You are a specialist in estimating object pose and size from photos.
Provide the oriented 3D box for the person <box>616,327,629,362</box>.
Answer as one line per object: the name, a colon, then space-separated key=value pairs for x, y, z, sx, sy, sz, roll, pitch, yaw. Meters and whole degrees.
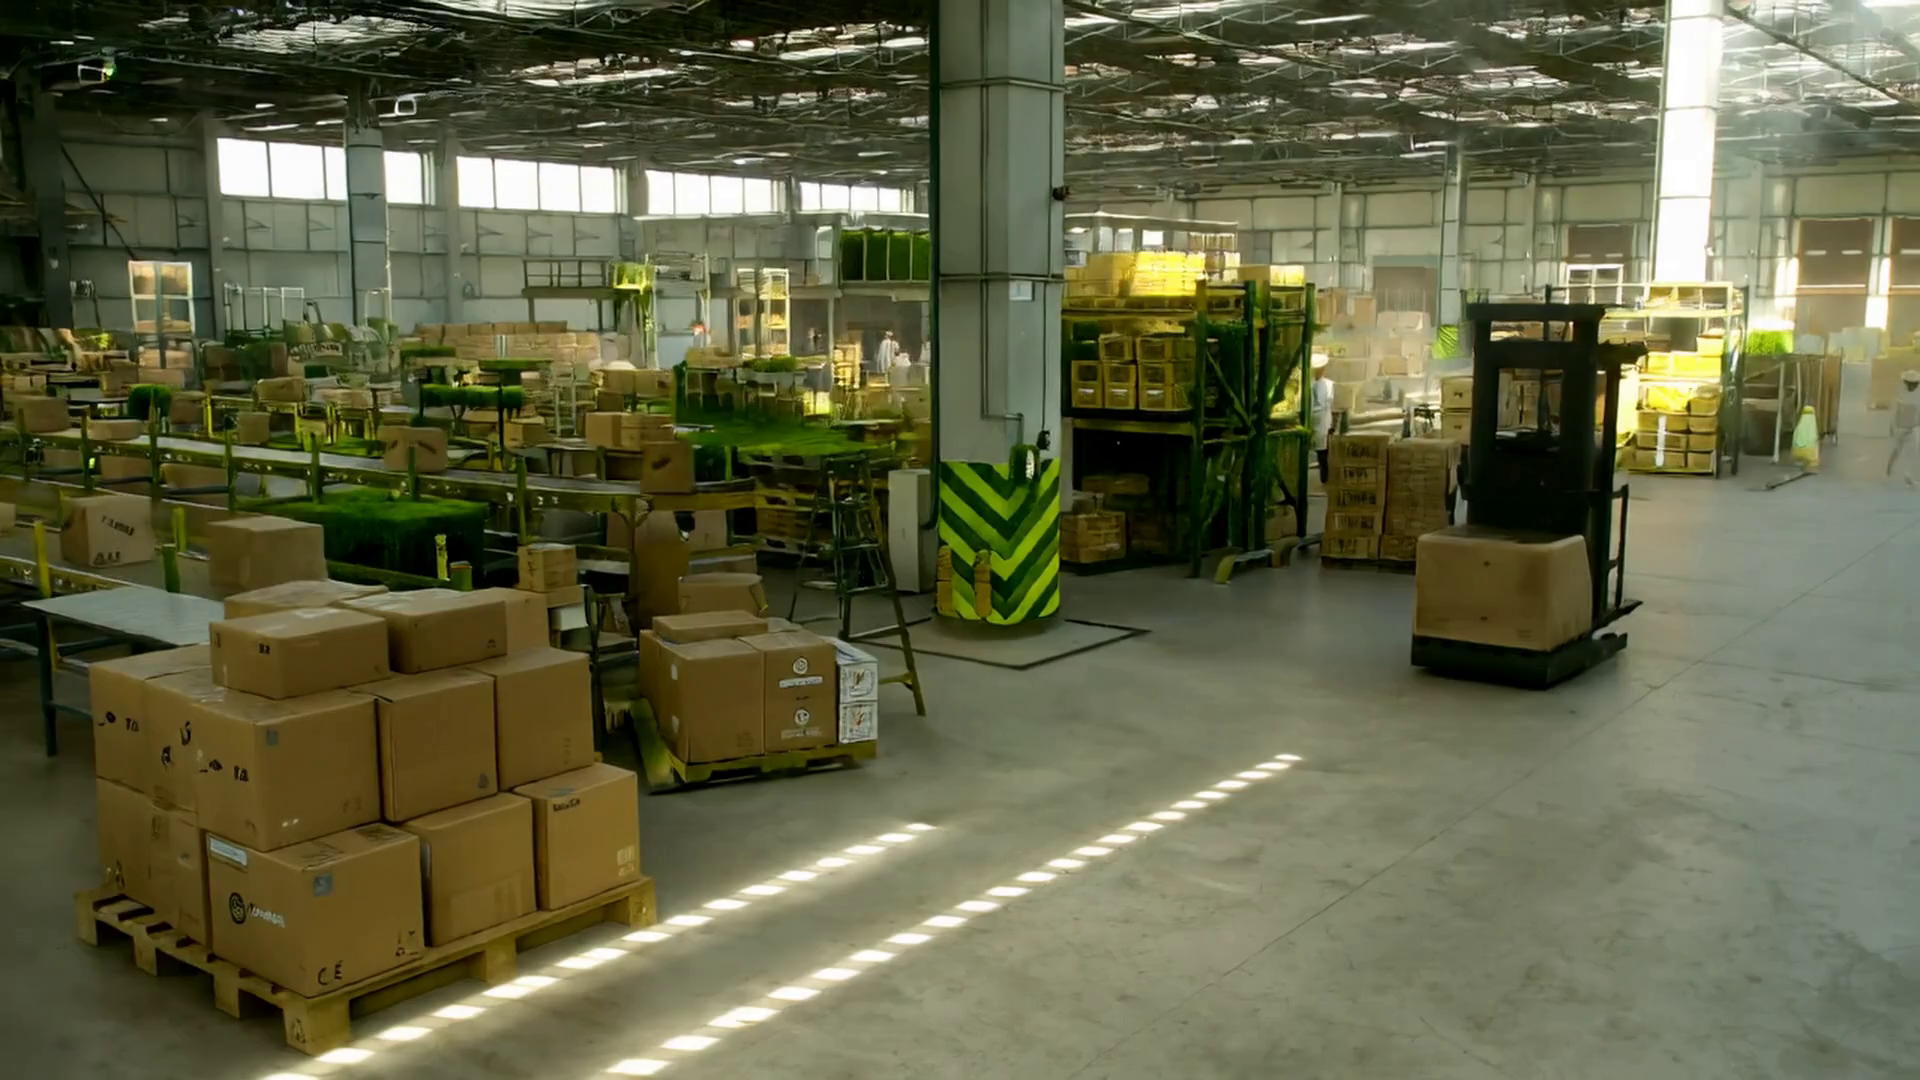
person: x=-11.707 y=-6.511 z=57.671 sx=0.520 sy=1.719 sz=0.441 roll=8 pitch=12 yaw=44

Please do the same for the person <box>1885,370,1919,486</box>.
person: x=14.338 y=-1.713 z=25.218 sx=0.543 sy=1.751 sz=0.530 roll=1 pitch=9 yaw=7

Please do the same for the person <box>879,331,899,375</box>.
person: x=-2.031 y=-5.072 z=47.607 sx=0.590 sy=1.833 sz=0.403 roll=1 pitch=8 yaw=5

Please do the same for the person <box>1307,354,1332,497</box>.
person: x=5.102 y=-1.625 z=23.696 sx=0.392 sy=2.034 sz=0.605 roll=2 pitch=9 yaw=15

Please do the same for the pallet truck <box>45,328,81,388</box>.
pallet truck: x=-23.775 y=-4.544 z=43.495 sx=1.885 sy=1.965 sz=0.823 roll=6 pitch=10 yaw=35

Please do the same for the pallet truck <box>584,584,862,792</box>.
pallet truck: x=-1.426 y=0.805 z=10.019 sx=1.601 sy=1.201 sz=0.680 roll=-4 pitch=9 yaw=-26

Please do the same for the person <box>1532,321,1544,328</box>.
person: x=25.117 y=-8.754 z=72.138 sx=0.634 sy=1.906 sz=0.909 roll=1 pitch=9 yaw=10

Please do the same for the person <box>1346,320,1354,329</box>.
person: x=14.045 y=-6.934 z=59.853 sx=0.404 sy=1.922 sz=0.577 roll=3 pitch=9 yaw=21

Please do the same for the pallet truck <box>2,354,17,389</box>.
pallet truck: x=-24.881 y=-4.417 z=42.634 sx=1.885 sy=1.965 sz=0.823 roll=8 pitch=11 yaw=41

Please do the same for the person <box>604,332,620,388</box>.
person: x=-9.119 y=-4.464 z=43.270 sx=0.831 sy=1.907 sz=0.538 roll=-3 pitch=9 yaw=-22

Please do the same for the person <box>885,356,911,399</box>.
person: x=-1.281 y=-3.110 z=35.191 sx=0.505 sy=1.592 sz=0.860 roll=5 pitch=10 yaw=28

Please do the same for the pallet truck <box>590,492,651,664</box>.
pallet truck: x=-3.115 y=0.344 z=12.883 sx=0.653 sy=1.274 sz=1.630 roll=7 pitch=11 yaw=37

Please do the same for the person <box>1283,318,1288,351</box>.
person: x=14.908 y=-9.310 z=76.295 sx=0.533 sy=1.791 sz=0.950 roll=3 pitch=9 yaw=20

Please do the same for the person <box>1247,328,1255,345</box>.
person: x=9.479 y=-6.192 z=54.905 sx=0.548 sy=1.918 sz=0.727 roll=-6 pitch=11 yaw=-37

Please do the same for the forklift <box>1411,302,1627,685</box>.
forklift: x=4.379 y=-0.438 z=12.852 sx=1.129 sy=2.768 sz=1.873 roll=7 pitch=11 yaw=37

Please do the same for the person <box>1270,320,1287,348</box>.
person: x=12.706 y=-7.849 z=66.289 sx=0.661 sy=1.851 sz=1.008 roll=4 pitch=9 yaw=23

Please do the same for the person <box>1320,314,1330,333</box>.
person: x=18.926 y=-10.785 z=86.190 sx=0.647 sy=1.818 sz=0.462 roll=-4 pitch=9 yaw=-26

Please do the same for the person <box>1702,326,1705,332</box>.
person: x=24.646 y=-6.394 z=55.818 sx=0.537 sy=2.000 sz=0.680 roll=-2 pitch=9 yaw=-15

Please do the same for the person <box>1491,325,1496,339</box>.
person: x=19.987 y=-7.342 z=62.895 sx=0.845 sy=1.860 sz=0.584 roll=-4 pitch=9 yaw=-23
